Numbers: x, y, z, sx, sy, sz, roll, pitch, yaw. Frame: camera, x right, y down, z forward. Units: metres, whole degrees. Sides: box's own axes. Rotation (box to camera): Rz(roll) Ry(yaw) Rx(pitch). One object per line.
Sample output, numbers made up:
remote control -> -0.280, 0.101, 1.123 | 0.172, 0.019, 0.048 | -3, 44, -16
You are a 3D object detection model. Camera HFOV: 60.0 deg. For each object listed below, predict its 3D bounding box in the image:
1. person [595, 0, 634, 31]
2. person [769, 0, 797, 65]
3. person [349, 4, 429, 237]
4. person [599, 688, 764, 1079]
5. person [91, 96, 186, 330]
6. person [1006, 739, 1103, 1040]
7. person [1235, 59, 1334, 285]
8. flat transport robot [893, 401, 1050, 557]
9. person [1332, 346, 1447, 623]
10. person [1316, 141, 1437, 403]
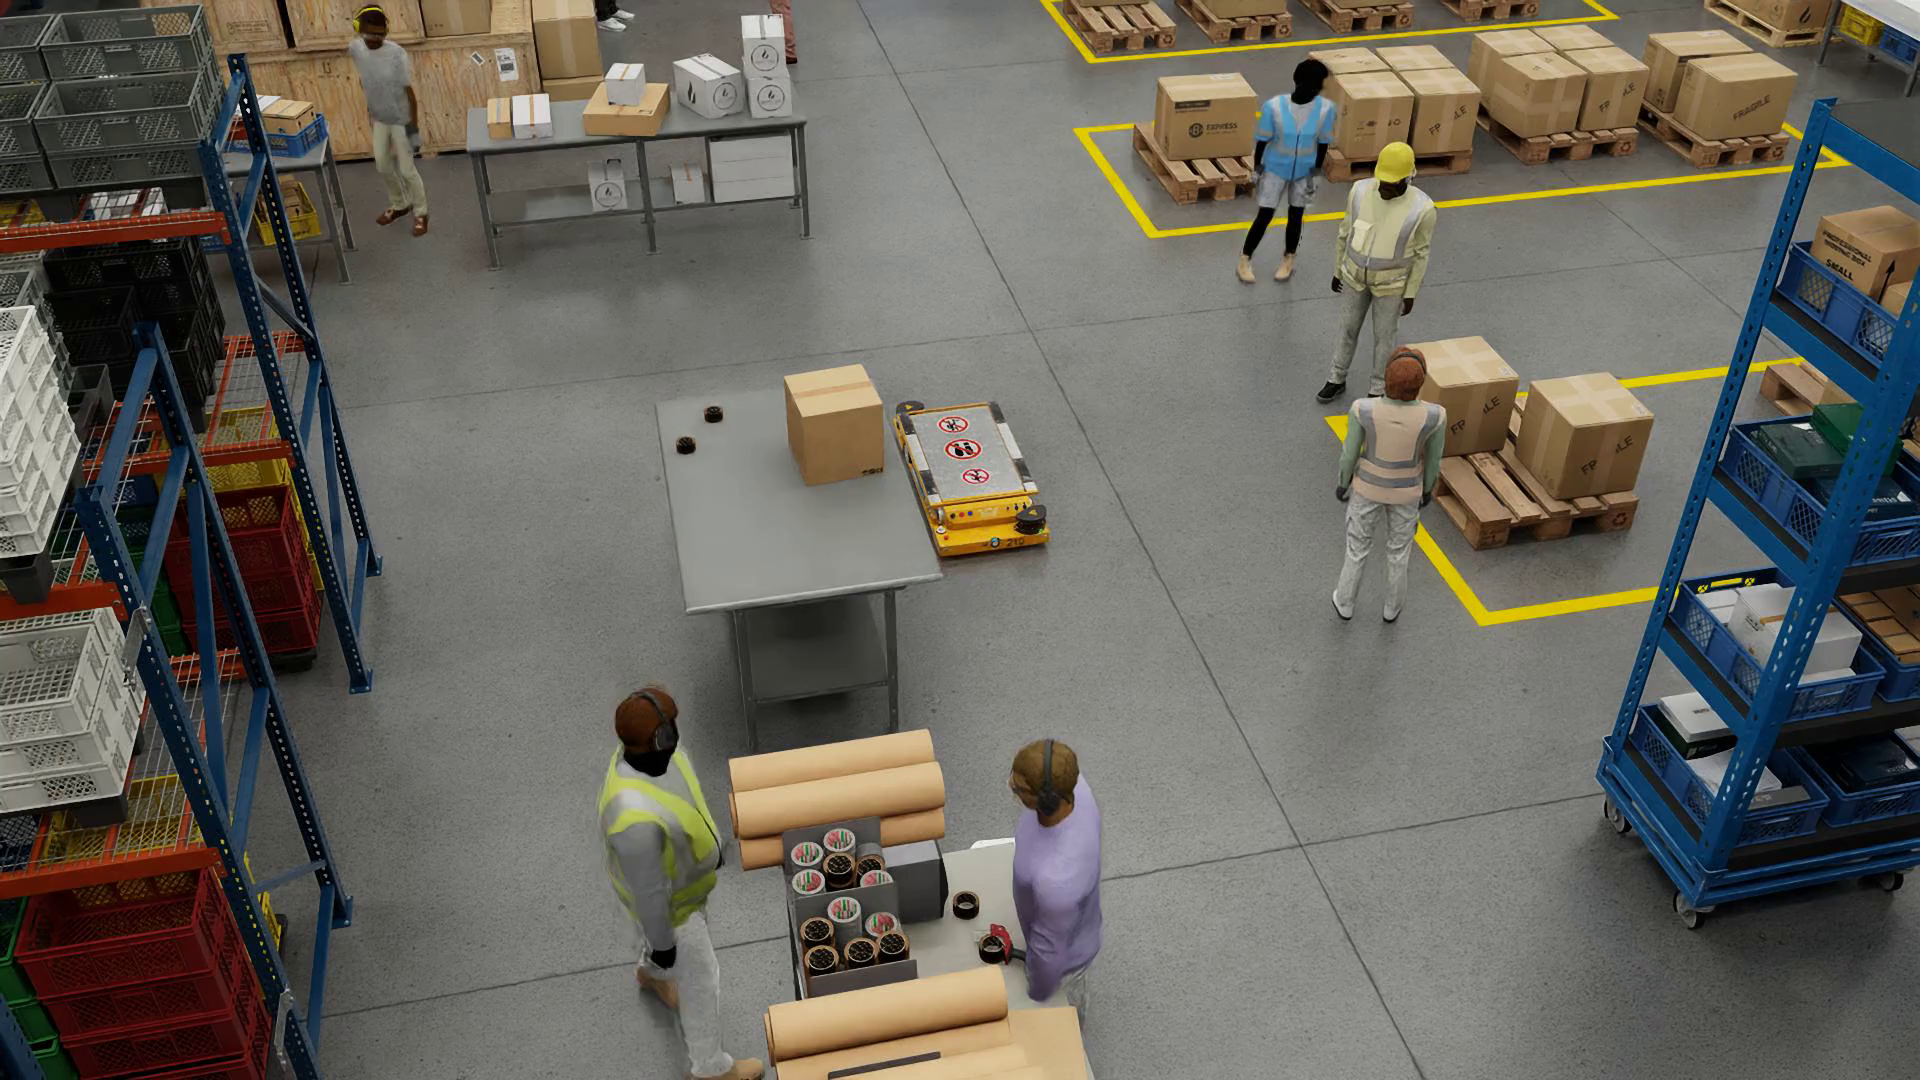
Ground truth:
person -> -3.505, -5.969, 16.185 | 0.378, 1.916, 0.597 | 4, 37, 5
person -> -1.739, -5.380, 15.413 | 0.401, 1.900, 0.650 | -7, 37, -9
person -> -4.251, -3.130, 12.440 | 0.569, 1.830, 0.458 | 11, 38, 15
person -> -1.118, 1.344, 6.466 | 0.578, 1.797, 0.654 | 0, 37, 1
person -> -5.517, -2.147, 11.076 | 0.362, 1.883, 0.575 | 13, 39, 17
person -> 0.343, 1.476, 6.172 | 0.370, 1.930, 0.628 | 3, 37, 4
person -> 2.327, -2.629, 11.897 | 0.588, 1.672, 0.409 | 0, 37, 0
flat transport robot -> 0.046, -0.430, 10.108 | 0.652, 0.197, 1.431 | -8, 37, -10
person -> 2.237, -0.264, 8.744 | 0.513, 1.642, 0.313 | 6, 37, 8
person -> 2.607, -1.644, 10.446 | 0.587, 1.828, 0.404 | 21, 42, 26
